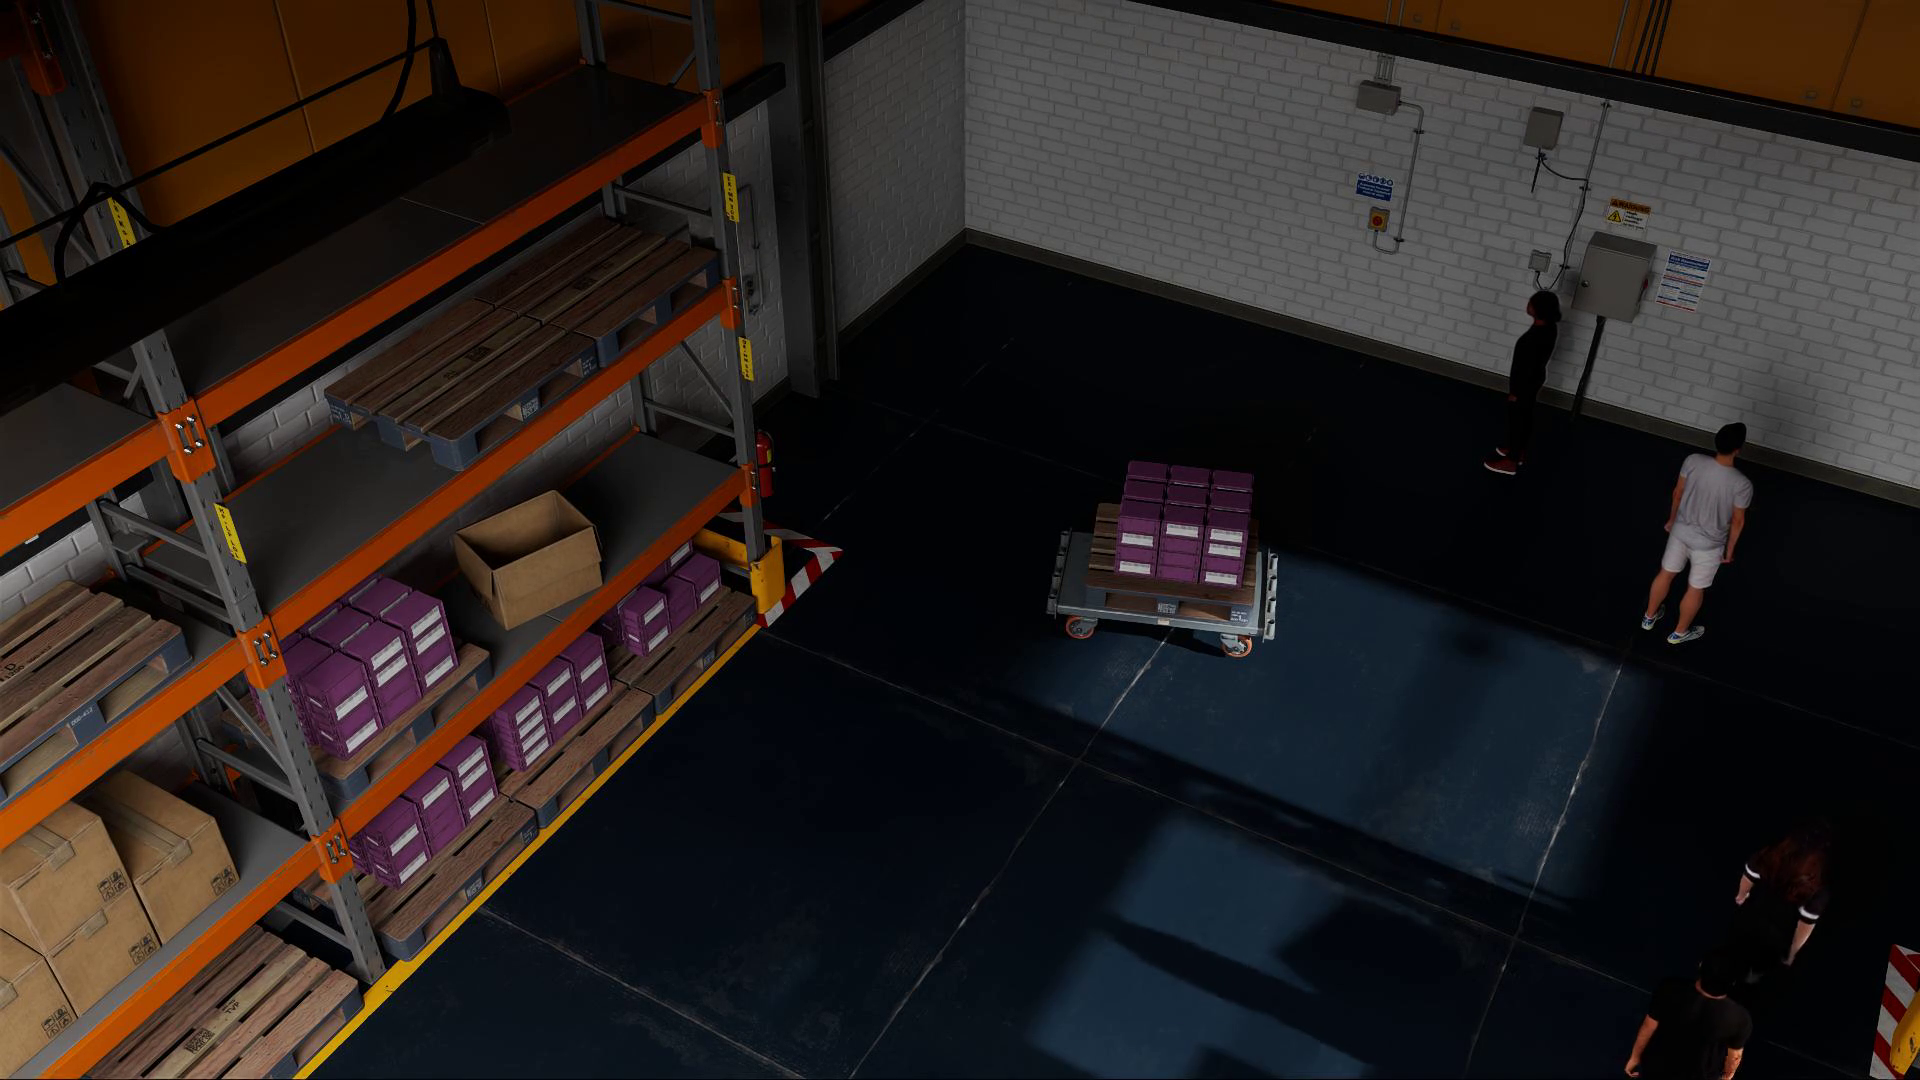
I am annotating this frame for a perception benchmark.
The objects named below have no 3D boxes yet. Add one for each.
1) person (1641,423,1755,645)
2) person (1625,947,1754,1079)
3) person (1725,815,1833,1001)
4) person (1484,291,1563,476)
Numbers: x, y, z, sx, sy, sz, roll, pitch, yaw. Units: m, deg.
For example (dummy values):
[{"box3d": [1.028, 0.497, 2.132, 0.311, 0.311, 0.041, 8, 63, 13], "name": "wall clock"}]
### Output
[{"box3d": [5.262, -0.055, 11.842, 0.701, 1.855, 0.756, -27, 46, -30], "name": "person"}, {"box3d": [3.627, 2.742, 8.448, 0.754, 1.720, 1.199, 26, 45, 29], "name": "person"}, {"box3d": [4.436, 2.201, 9.234, 1.178, 1.585, 0.822, -31, 48, -33], "name": "person"}, {"box3d": [4.618, -1.287, 13.530, 0.682, 1.675, 0.488, 26, 45, 28], "name": "person"}]
